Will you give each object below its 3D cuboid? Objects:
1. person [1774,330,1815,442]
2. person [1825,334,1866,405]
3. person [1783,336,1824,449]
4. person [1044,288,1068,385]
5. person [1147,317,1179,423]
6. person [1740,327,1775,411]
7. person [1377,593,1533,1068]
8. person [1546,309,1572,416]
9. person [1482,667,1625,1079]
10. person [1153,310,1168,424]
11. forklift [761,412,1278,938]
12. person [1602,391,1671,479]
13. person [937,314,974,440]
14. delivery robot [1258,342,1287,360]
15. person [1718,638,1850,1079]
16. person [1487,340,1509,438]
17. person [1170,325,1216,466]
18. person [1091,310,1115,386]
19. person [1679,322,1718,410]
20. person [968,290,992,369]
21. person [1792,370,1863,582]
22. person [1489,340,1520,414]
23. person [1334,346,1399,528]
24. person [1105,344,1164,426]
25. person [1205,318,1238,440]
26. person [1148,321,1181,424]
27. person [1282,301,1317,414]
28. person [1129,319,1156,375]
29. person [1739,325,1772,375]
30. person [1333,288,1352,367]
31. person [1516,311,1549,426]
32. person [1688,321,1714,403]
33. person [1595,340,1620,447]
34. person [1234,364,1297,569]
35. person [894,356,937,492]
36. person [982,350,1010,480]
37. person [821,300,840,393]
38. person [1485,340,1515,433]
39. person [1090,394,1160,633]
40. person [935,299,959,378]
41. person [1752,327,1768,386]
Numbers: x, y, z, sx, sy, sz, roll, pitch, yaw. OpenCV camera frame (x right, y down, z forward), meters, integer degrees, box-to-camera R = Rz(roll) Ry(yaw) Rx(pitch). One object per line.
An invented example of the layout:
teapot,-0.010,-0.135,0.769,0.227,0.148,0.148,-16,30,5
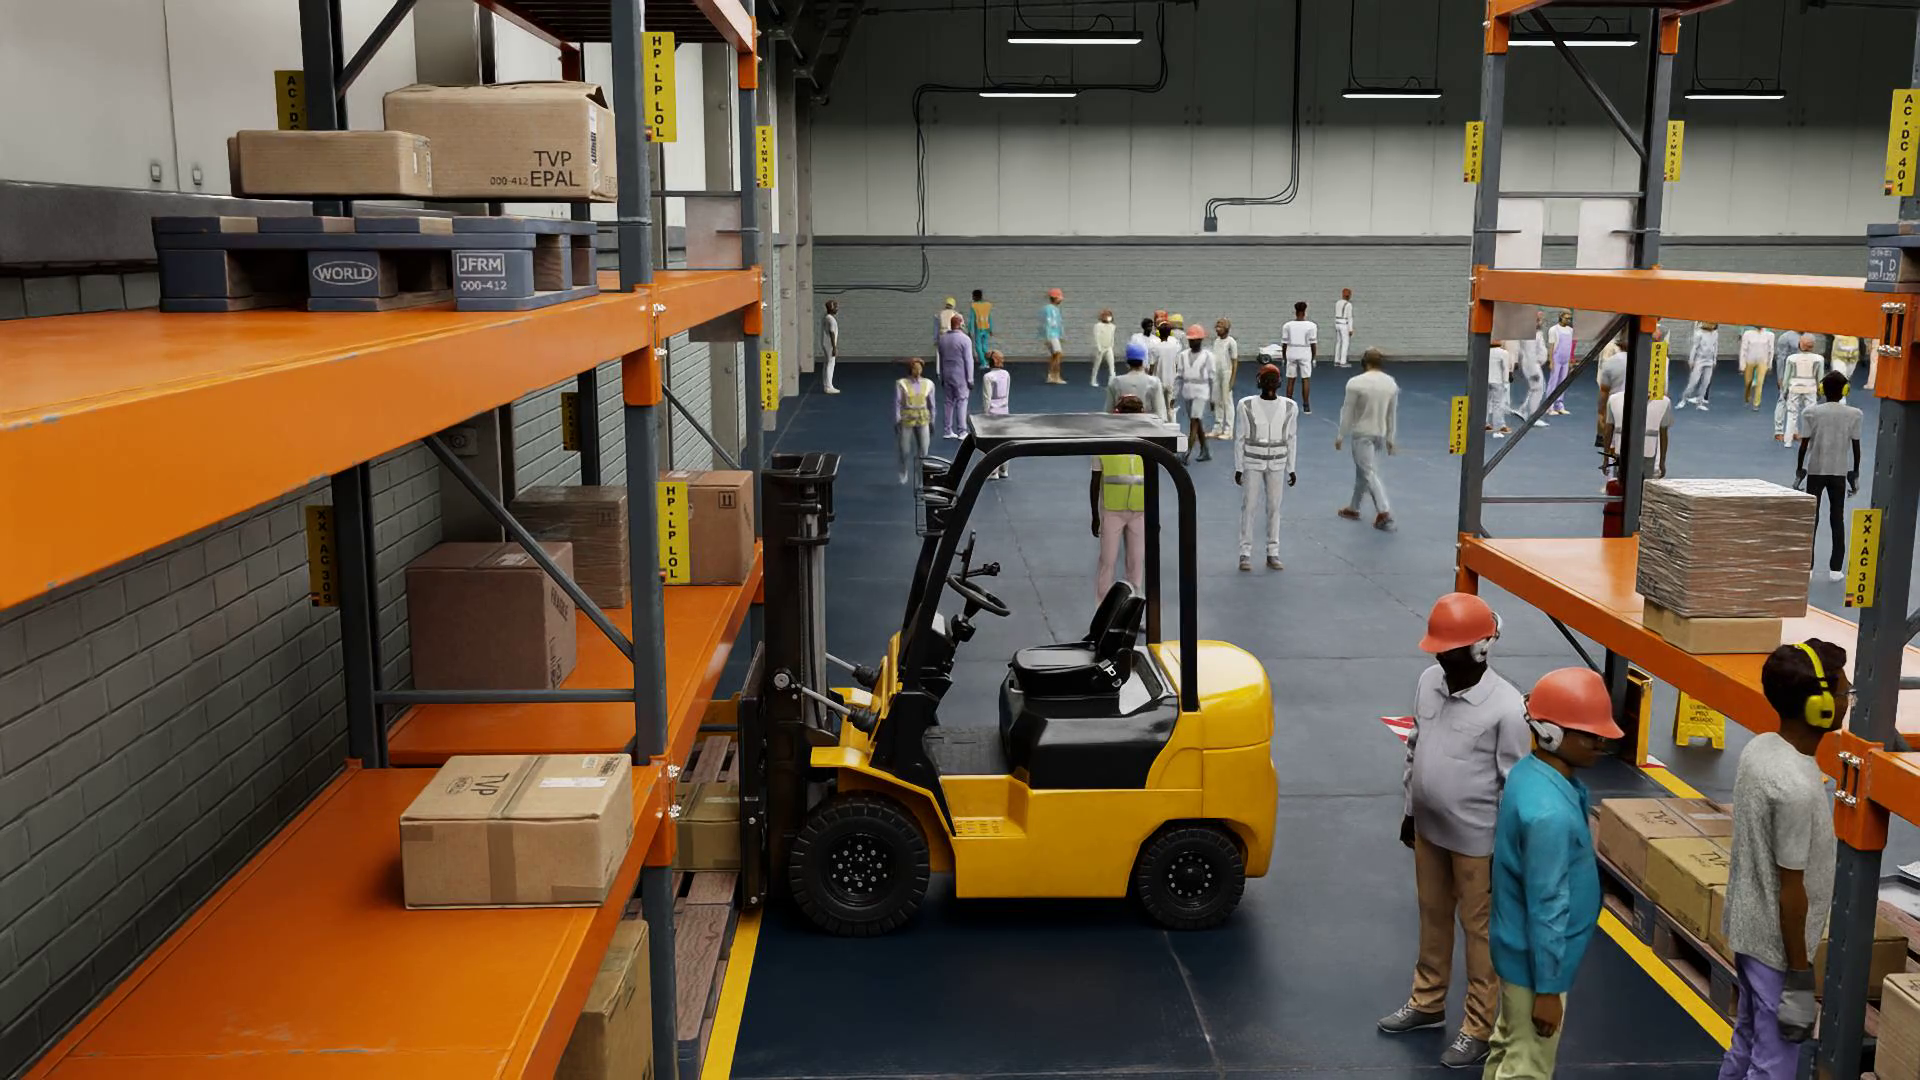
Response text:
person,12.499,-2.434,24.906,0.635,1.936,0.353,-3,11,-17
person,15.757,-3.221,29.671,0.622,1.805,0.927,0,10,2
person,12.180,-2.125,24.053,0.522,1.632,0.313,5,11,26
person,2.059,-4.237,34.718,0.622,2.014,0.652,4,11,21
person,3.018,-2.377,24.776,0.582,1.877,0.370,-7,12,-33
person,14.167,-3.177,29.567,0.532,1.740,0.706,5,11,25
person,1.805,1.042,6.079,0.338,1.742,0.562,-5,11,-26
person,10.342,-3.055,28.638,0.506,1.843,0.346,-5,12,-28
person,1.768,1.231,5.009,0.339,1.748,0.564,3,10,14
person,3.277,-2.787,27.029,0.358,1.882,0.574,2,10,11
forklift,0.291,0.548,7.580,2.313,2.155,1.214,0,10,-2
person,6.463,-0.776,15.927,0.575,1.843,0.375,5,11,24
person,-0.040,-2.459,25.170,0.646,1.900,0.400,10,14,43
delivery robot,7.643,-4.587,40.490,0.707,0.478,0.477,0,10,-1
person,2.394,1.200,4.836,0.328,1.877,0.515,2,10,12
person,8.129,-2.376,25.425,0.500,1.636,0.279,6,12,32
person,3.154,-1.945,22.364,0.556,1.888,1.017,9,13,39
person,2.968,-3.934,34.235,0.504,1.591,0.848,-5,11,-27
person,13.210,-3.169,29.618,0.522,1.713,0.531,-3,11,-19
person,0.521,-4.957,39.157,0.635,1.876,0.634,-9,13,-40
person,7.654,-0.564,14.691,0.533,1.864,0.310,4,11,20
person,9.465,-3.157,28.990,0.379,1.916,0.591,-7,12,-34
person,4.349,-1.094,17.566,0.626,1.904,0.992,-5,12,-28
person,1.865,-1.149,17.843,0.639,1.896,0.965,1,10,8
person,3.979,-2.432,25.150,0.351,1.847,0.507,-5,12,-28
person,2.889,-2.170,23.615,0.507,1.877,0.329,-2,10,-12
person,5.908,-3.175,28.991,0.606,1.958,0.373,5,11,24
person,3.251,-3.055,29.148,0.542,1.638,0.887,-4,11,-20
person,17.980,-4.665,37.523,0.802,1.889,0.562,1,10,8
person,9.164,-5.069,39.757,0.356,1.874,0.601,-4,11,-22
person,9.346,-2.776,26.967,0.461,1.878,0.676,4,11,20
person,13.830,-3.505,30.968,0.396,1.908,0.591,1,10,5
person,9.484,-2.299,24.208,0.390,1.923,0.549,6,12,28
person,2.786,-0.663,15.194,0.572,1.883,0.355,0,10,-2
person,-0.542,-1.394,19.972,0.534,1.624,0.495,-2,10,-11
person,0.448,-1.572,20.933,0.308,1.641,0.511,7,12,35
person,-2.564,-3.809,32.868,0.341,1.838,0.501,-4,11,-23
person,8.405,-2.665,26.026,0.370,1.996,0.622,-7,12,-35
person,1.259,-0.199,12.728,0.564,1.839,0.390,-3,11,-16
person,-0.250,-4.451,36.746,0.606,1.726,1.070,3,11,18
person,16.592,-4.113,34.557,0.355,1.836,0.514,6,12,30
